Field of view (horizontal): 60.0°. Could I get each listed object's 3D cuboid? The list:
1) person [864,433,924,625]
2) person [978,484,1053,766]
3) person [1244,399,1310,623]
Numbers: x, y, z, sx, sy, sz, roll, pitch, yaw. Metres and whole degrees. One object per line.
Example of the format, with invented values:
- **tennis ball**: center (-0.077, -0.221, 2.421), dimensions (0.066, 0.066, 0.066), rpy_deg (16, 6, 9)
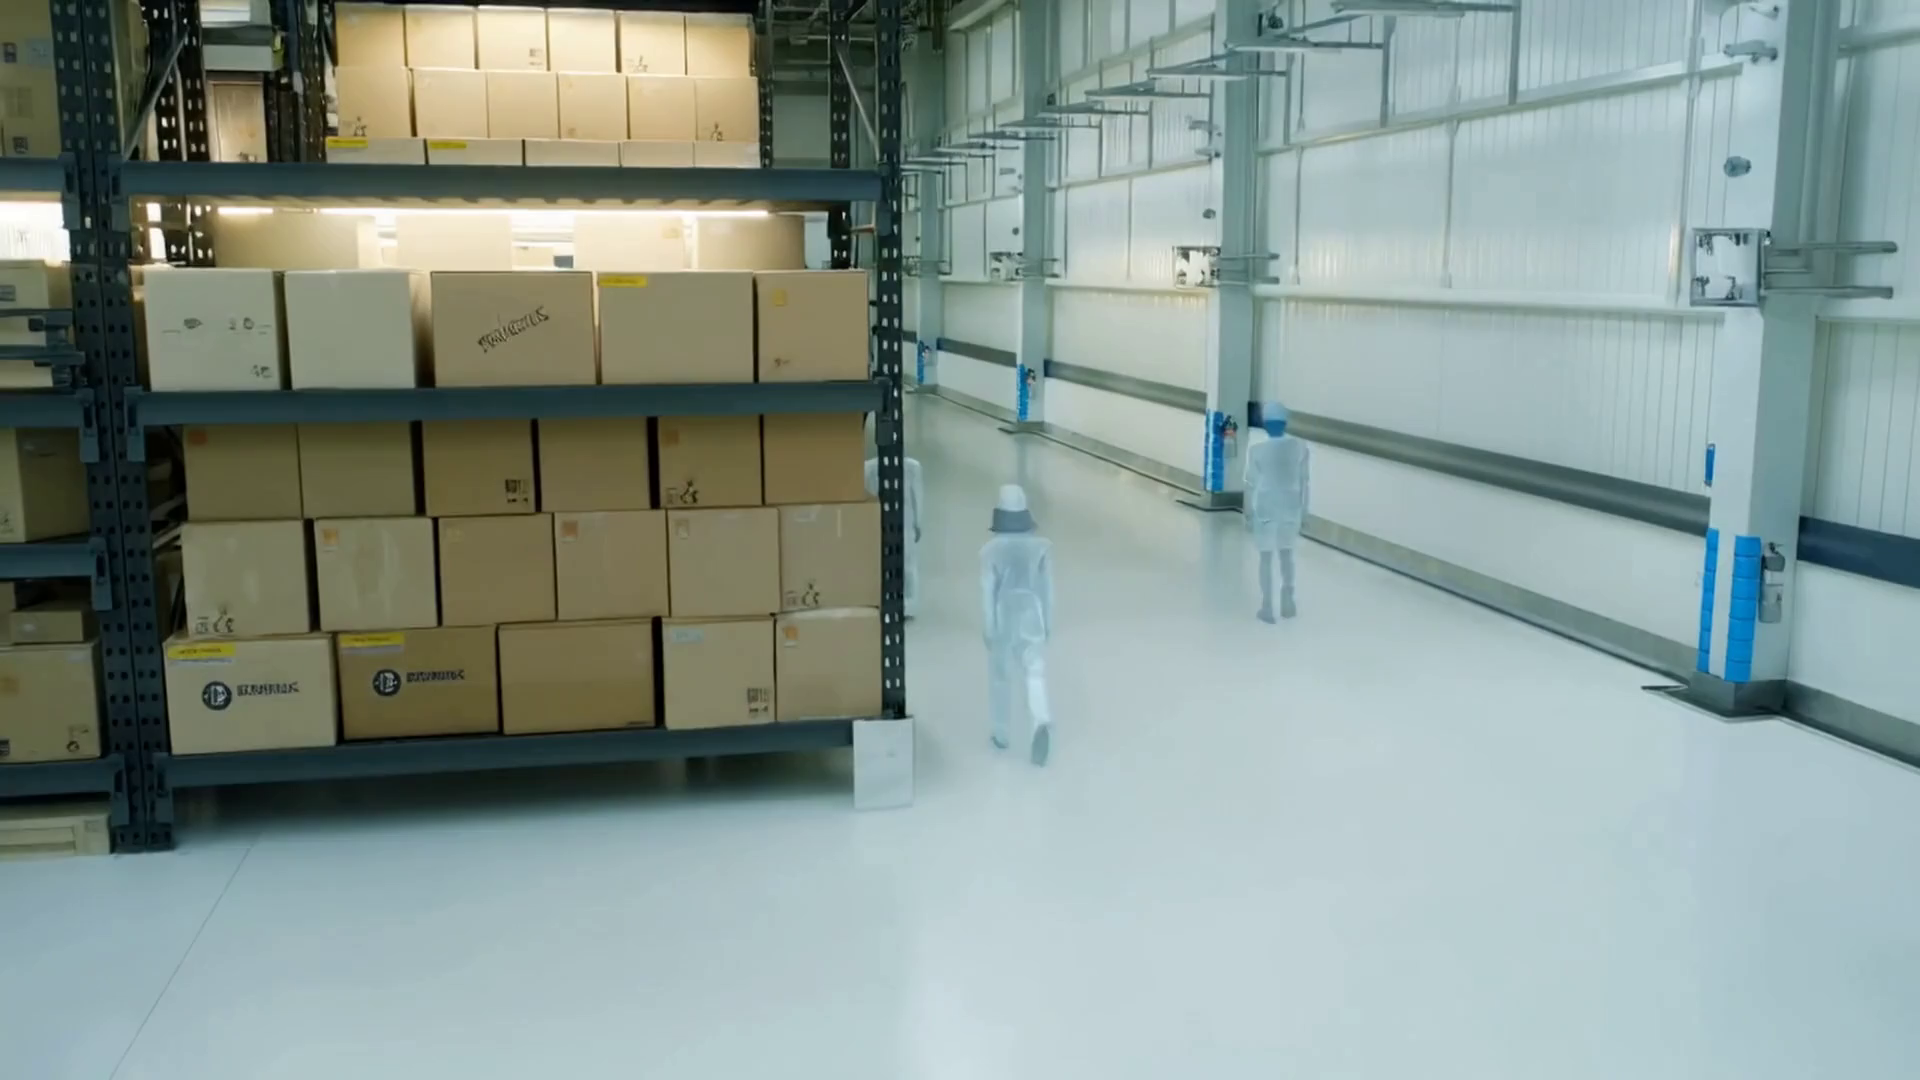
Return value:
- **person**: center (-0.593, -0.145, 14.108), dimensions (0.567, 1.750, 0.341), rpy_deg (-2, 9, -10)
- **person**: center (0.356, 0.512, 10.220), dimensions (0.488, 1.718, 0.786), rpy_deg (-2, 9, -11)
- **person**: center (2.691, -0.239, 14.175), dimensions (0.564, 1.918, 0.426), rpy_deg (-1, 9, -6)
